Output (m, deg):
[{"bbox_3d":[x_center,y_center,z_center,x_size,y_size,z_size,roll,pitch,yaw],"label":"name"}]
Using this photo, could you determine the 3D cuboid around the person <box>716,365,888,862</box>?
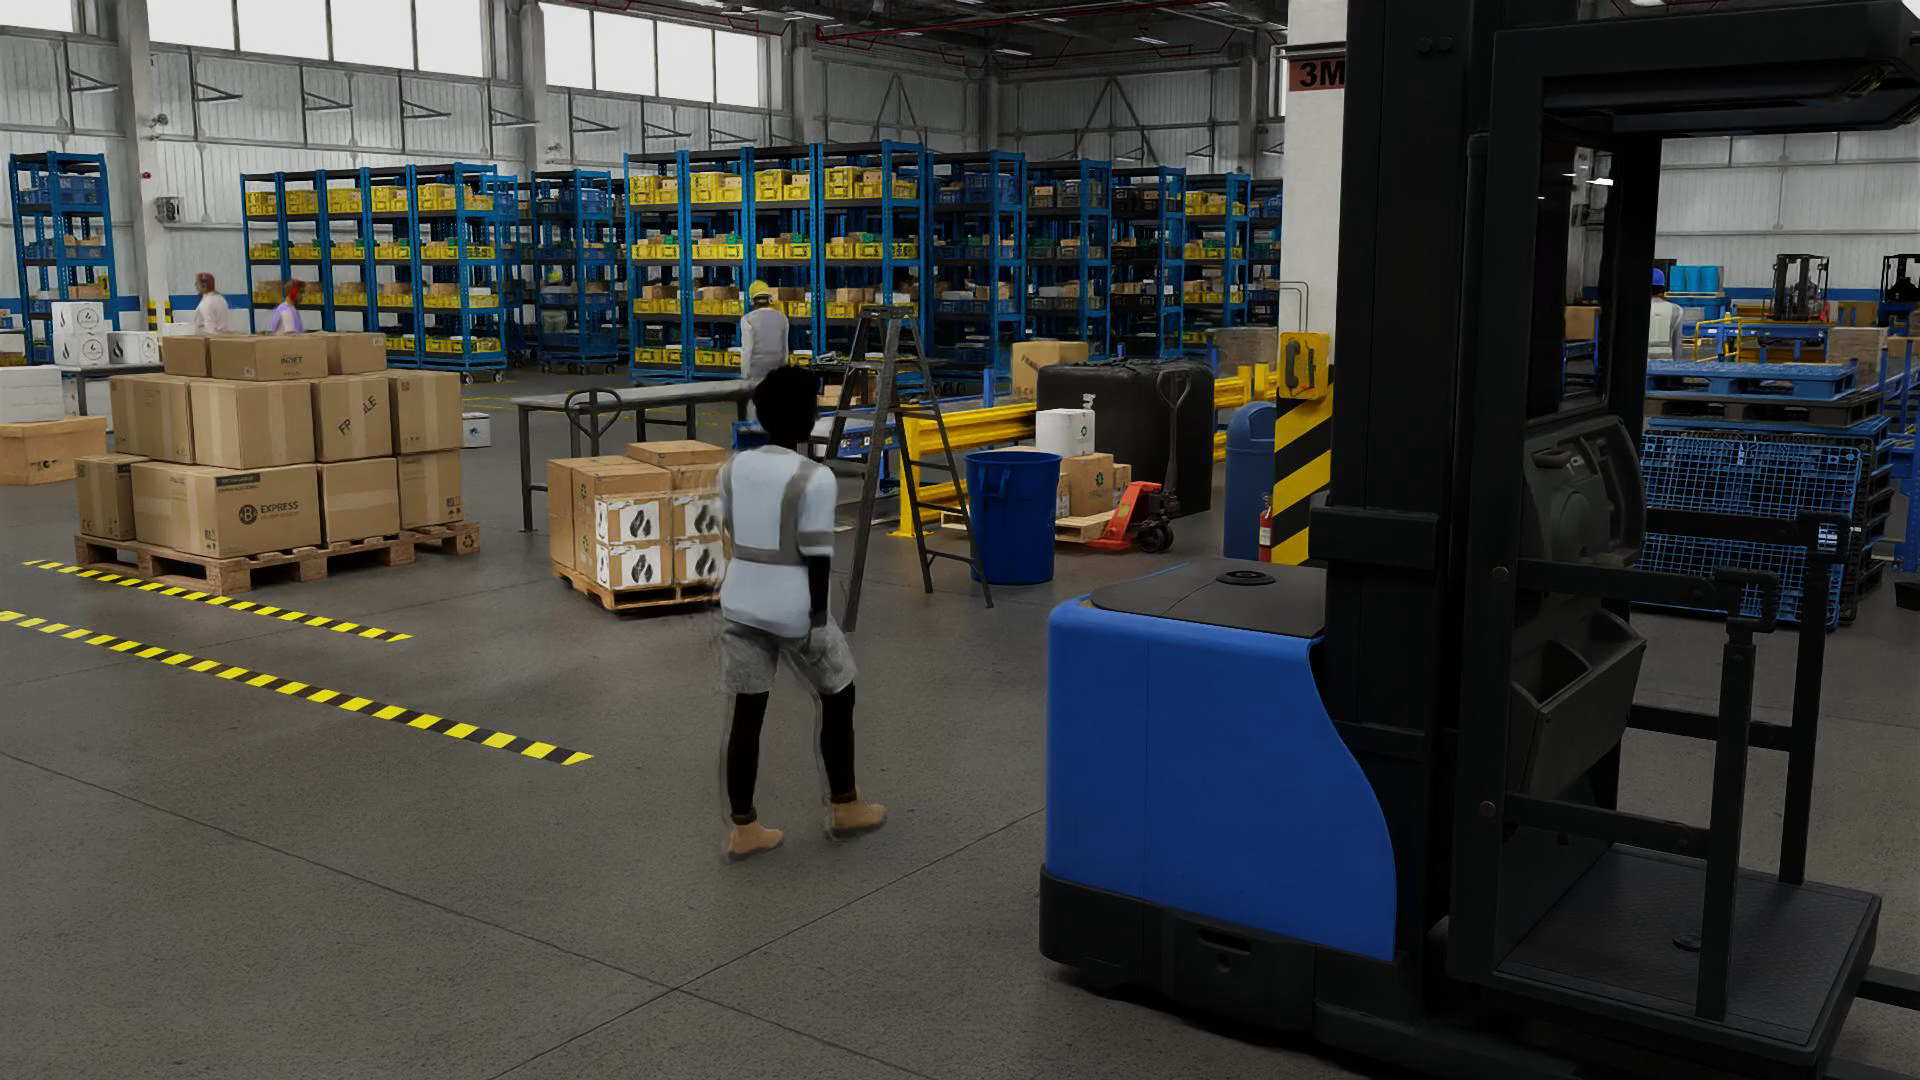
[{"bbox_3d":[-0.554,0.241,5.718,0.540,1.671,0.715,6,11,33],"label":"person"}]

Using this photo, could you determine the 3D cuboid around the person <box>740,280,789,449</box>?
[{"bbox_3d":[-2.000,-1.707,16.829,0.403,1.827,0.600,9,13,43],"label":"person"}]

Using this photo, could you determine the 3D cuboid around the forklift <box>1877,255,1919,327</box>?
[{"bbox_3d":[22.089,-5.634,38.796,1.157,1.987,2.680,6,11,33],"label":"forklift"}]

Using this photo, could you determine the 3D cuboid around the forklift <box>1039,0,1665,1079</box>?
[{"bbox_3d":[1.249,-0.137,4.360,1.873,2.768,1.129,7,12,35],"label":"forklift"}]

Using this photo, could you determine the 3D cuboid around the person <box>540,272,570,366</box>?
[{"bbox_3d":[-7.830,-4.248,32.057,0.672,1.819,0.408,0,10,2],"label":"person"}]

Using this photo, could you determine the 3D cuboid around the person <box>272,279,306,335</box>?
[{"bbox_3d":[-7.628,-2.066,19.018,0.516,1.810,0.567,-2,10,-12],"label":"person"}]

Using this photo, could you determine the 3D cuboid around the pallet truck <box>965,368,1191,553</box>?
[{"bbox_3d":[0.845,-0.609,11.869,1.630,1.274,0.653,7,12,35],"label":"pallet truck"}]

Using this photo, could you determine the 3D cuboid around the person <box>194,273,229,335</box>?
[{"bbox_3d":[-9.544,-2.498,21.415,0.836,1.878,0.641,0,10,-1],"label":"person"}]

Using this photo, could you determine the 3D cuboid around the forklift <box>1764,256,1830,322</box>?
[{"bbox_3d":[20.253,-5.854,40.139,1.157,1.987,2.680,7,12,35],"label":"forklift"}]

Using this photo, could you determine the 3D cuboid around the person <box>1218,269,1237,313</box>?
[{"bbox_3d":[7.637,-6.951,47.864,0.625,1.916,1.082,-6,11,-31],"label":"person"}]

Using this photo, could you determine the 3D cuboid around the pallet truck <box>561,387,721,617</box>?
[{"bbox_3d":[-1.981,-0.274,10.088,0.680,1.201,1.601,-5,11,-28],"label":"pallet truck"}]

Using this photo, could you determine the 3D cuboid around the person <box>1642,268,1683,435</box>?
[{"bbox_3d":[6.834,-1.710,16.496,0.603,1.949,0.397,0,10,1],"label":"person"}]
